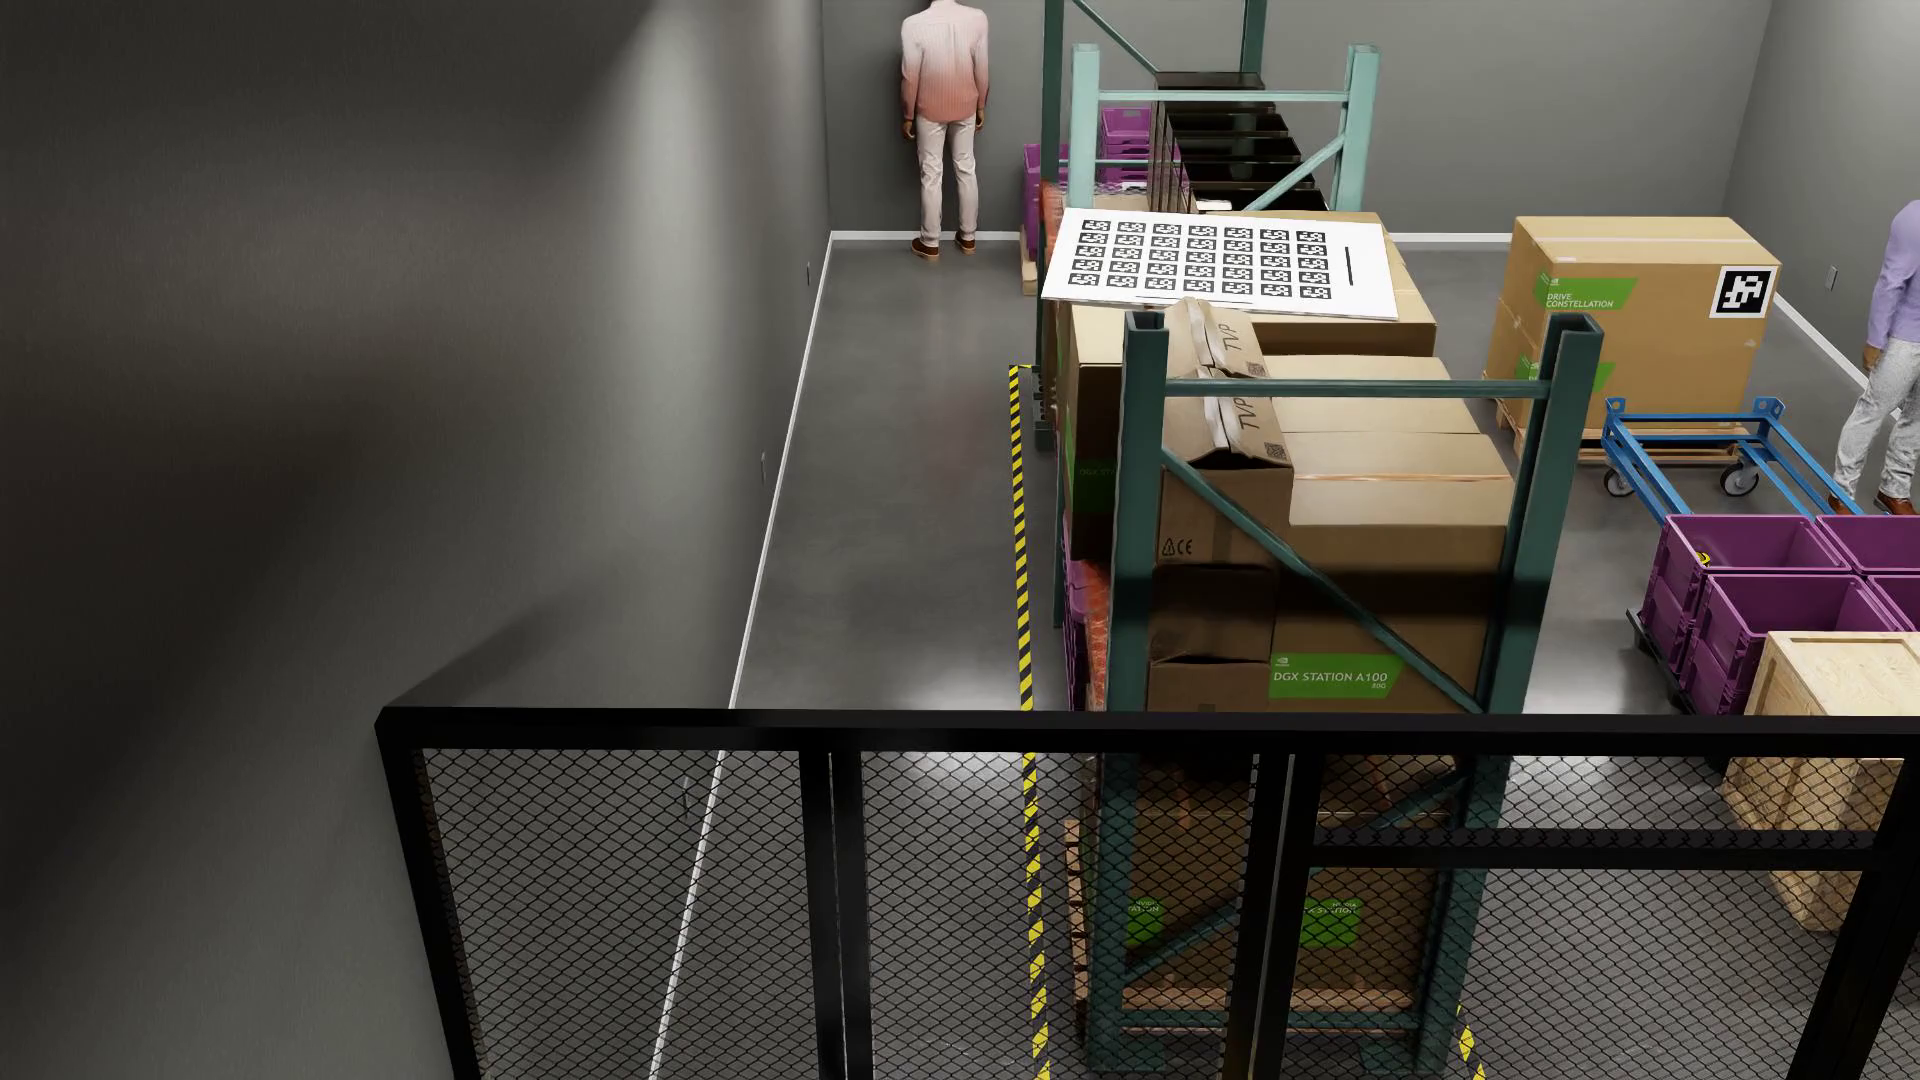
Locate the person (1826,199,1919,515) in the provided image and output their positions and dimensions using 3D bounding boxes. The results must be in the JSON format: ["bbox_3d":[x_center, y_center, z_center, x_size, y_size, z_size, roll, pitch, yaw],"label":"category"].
[{"bbox_3d":[4.538,-0.943,7.782,0.627,1.940,0.369,-1,31,-1],"label":"person"}]

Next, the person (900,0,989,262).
[{"bbox_3d":[-0.103,-2.810,10.829,0.611,1.995,0.375,-13,33,-20],"label":"person"}]
